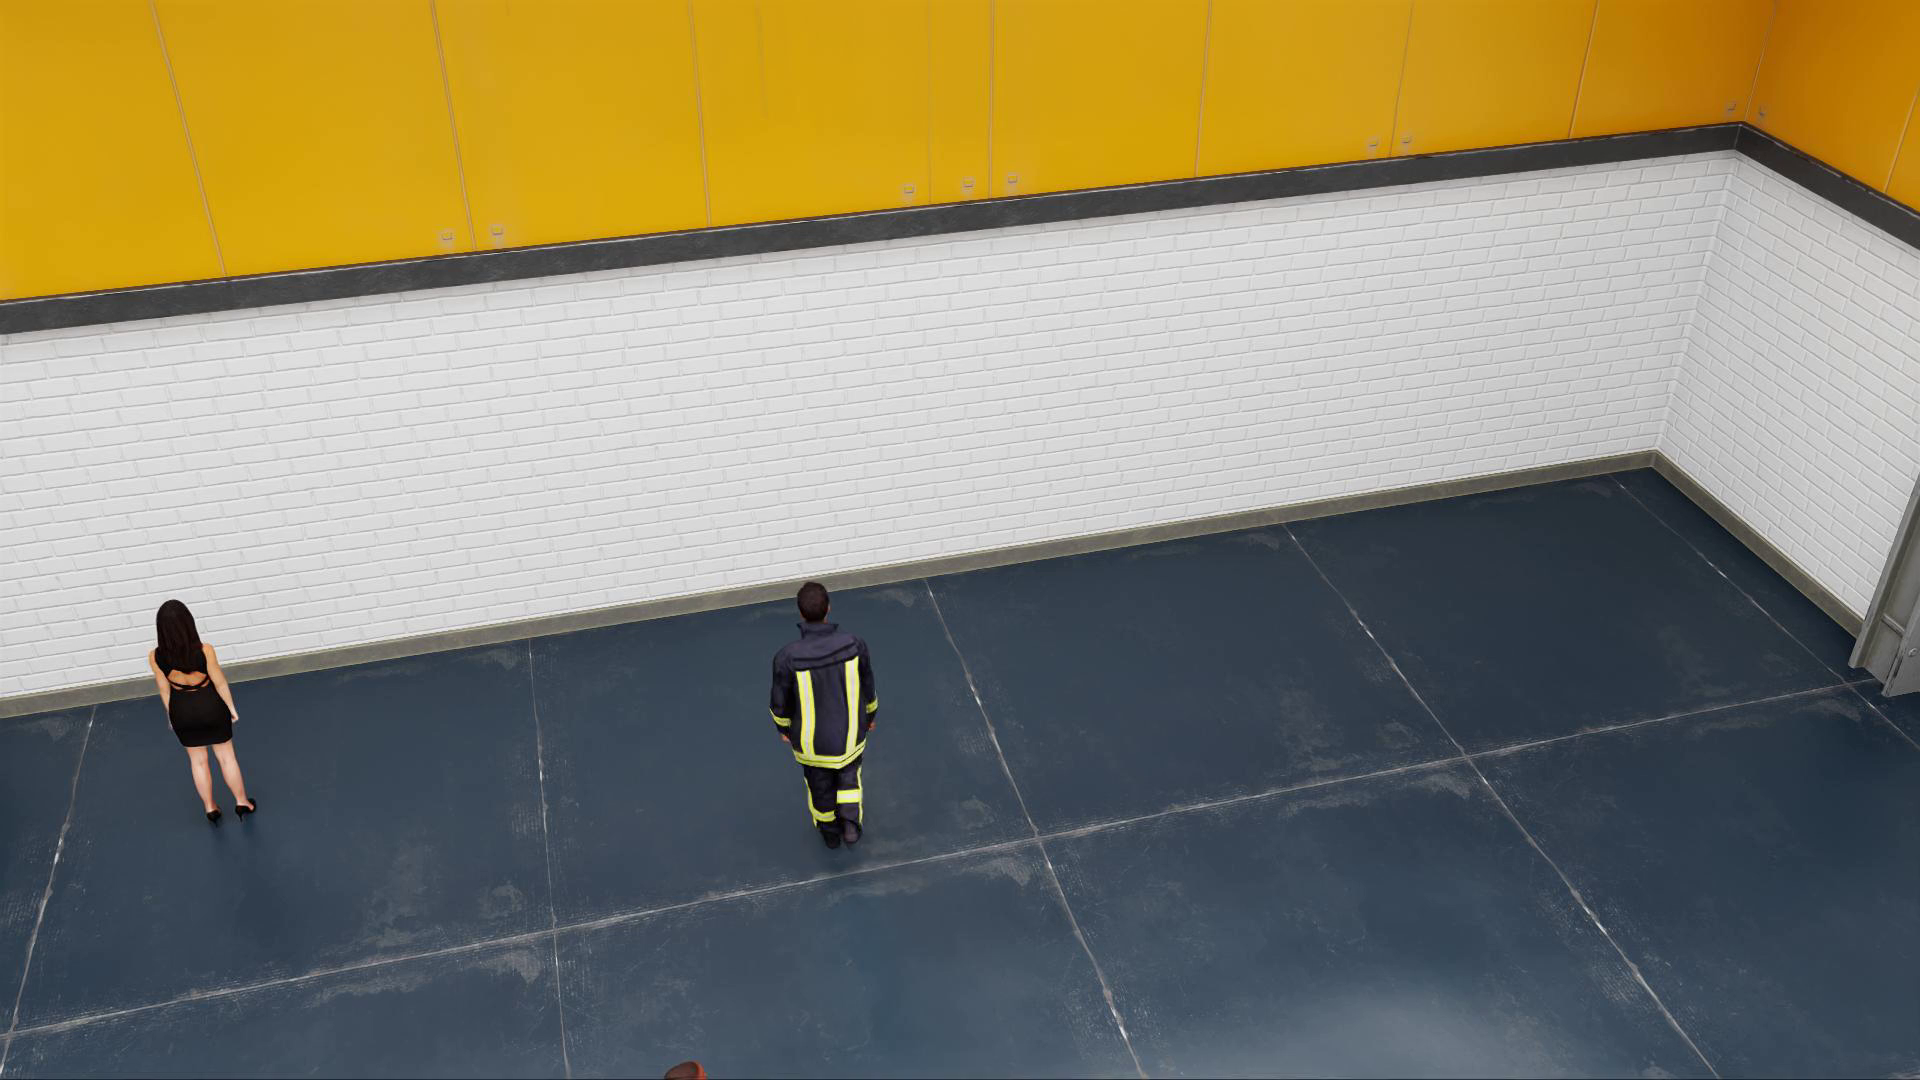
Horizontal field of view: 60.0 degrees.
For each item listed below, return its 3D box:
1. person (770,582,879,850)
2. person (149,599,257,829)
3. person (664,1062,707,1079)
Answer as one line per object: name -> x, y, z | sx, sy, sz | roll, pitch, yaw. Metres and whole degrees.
person -> -0.768, 1.125, 9.890 | 0.800, 1.915, 0.731 | -9, 35, -14
person -> -4.659, 1.080, 10.201 | 0.543, 1.646, 0.470 | -9, 35, -13
person -> -1.256, 2.913, 7.749 | 0.599, 1.307, 0.511 | -28, 43, -35
